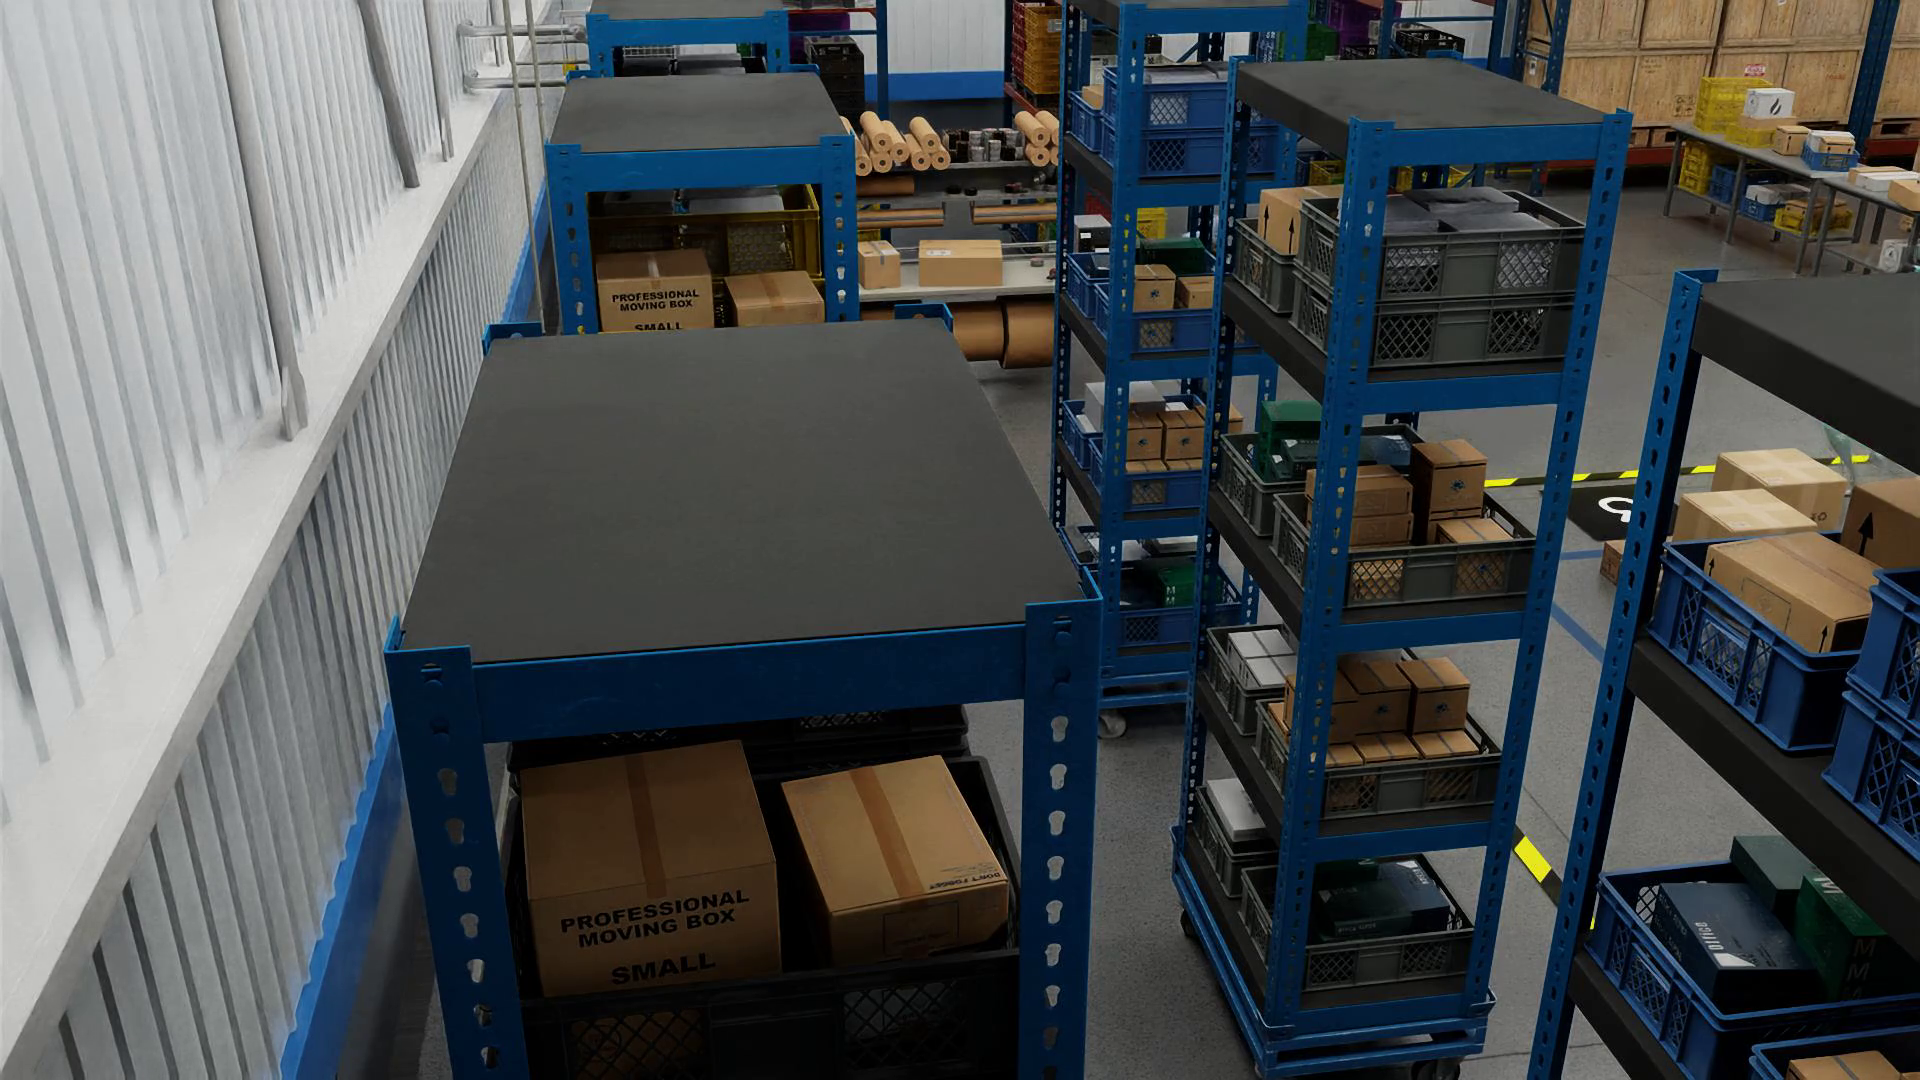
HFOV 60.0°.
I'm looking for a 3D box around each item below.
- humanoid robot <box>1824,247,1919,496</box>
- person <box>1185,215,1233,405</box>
[{"bbox_3d":[6.022,-1.033,10.776,0.898,1.753,0.539,-9,26,-19],"label":"humanoid robot"},{"bbox_3d":[1.660,-1.257,11.136,0.398,1.852,0.589,-2,25,-5],"label":"person"}]
